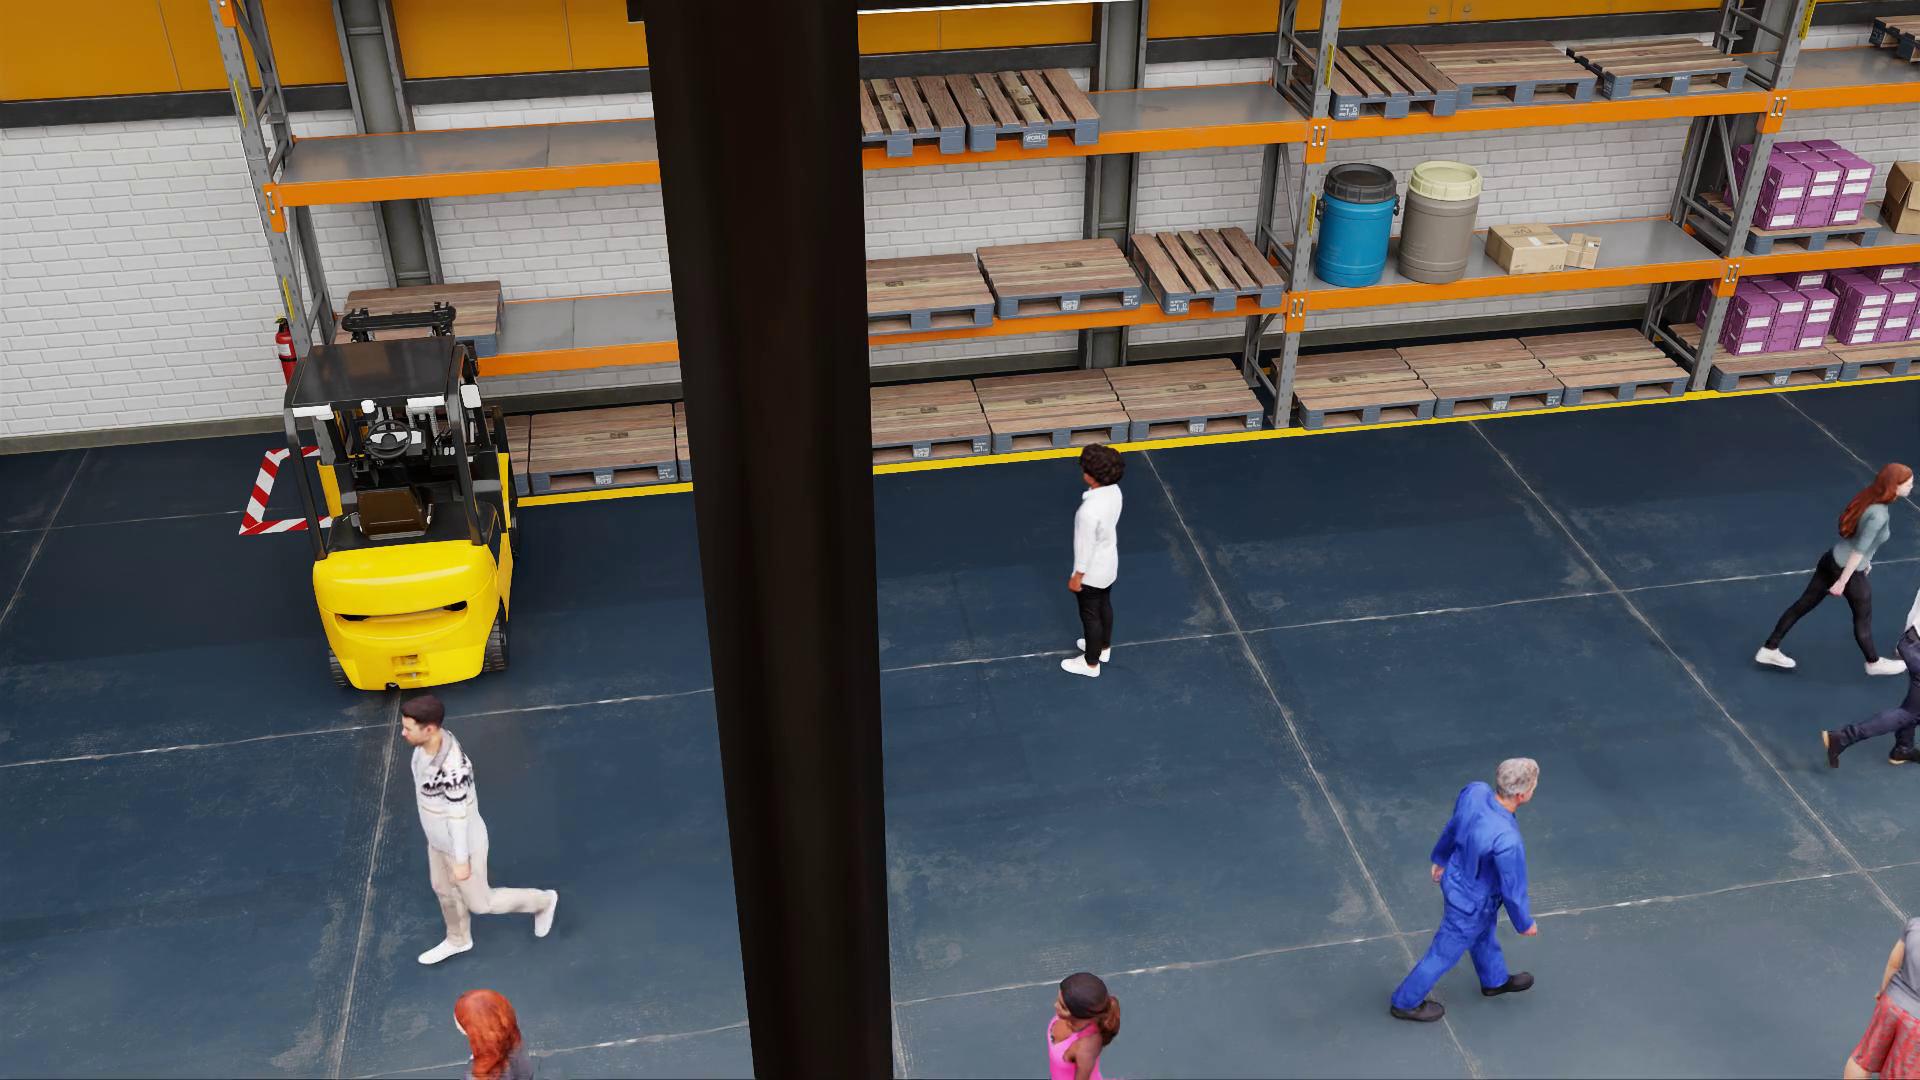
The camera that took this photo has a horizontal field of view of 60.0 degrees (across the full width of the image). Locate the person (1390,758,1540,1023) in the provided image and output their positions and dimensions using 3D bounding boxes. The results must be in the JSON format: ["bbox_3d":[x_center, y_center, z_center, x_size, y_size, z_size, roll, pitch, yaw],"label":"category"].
[{"bbox_3d":[2.596,1.887,8.765,1.110,1.788,0.847,1,34,1],"label":"person"}]

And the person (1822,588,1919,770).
[{"bbox_3d":[5.991,0.725,10.464,1.140,1.842,0.772,1,34,1],"label":"person"}]

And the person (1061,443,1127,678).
[{"bbox_3d":[0.931,0.138,11.377,0.770,1.809,0.727,18,37,25],"label":"person"}]

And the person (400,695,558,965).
[{"bbox_3d":[-2.688,1.596,9.162,1.141,1.832,0.938,-20,38,-27],"label":"person"}]

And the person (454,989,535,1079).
[{"bbox_3d":[-1.961,2.714,7.582,1.248,1.720,0.911,6,34,9],"label":"person"}]

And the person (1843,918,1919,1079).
[{"bbox_3d":[4.694,2.347,8.198,0.604,1.650,0.642,-14,36,-20],"label":"person"}]

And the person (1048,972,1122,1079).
[{"bbox_3d":[0.631,2.616,7.739,0.638,1.711,0.612,-1,34,-2],"label":"person"}]

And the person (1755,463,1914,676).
[{"bbox_3d":[5.951,0.230,11.356,1.250,1.679,0.925,9,35,13],"label":"person"}]
